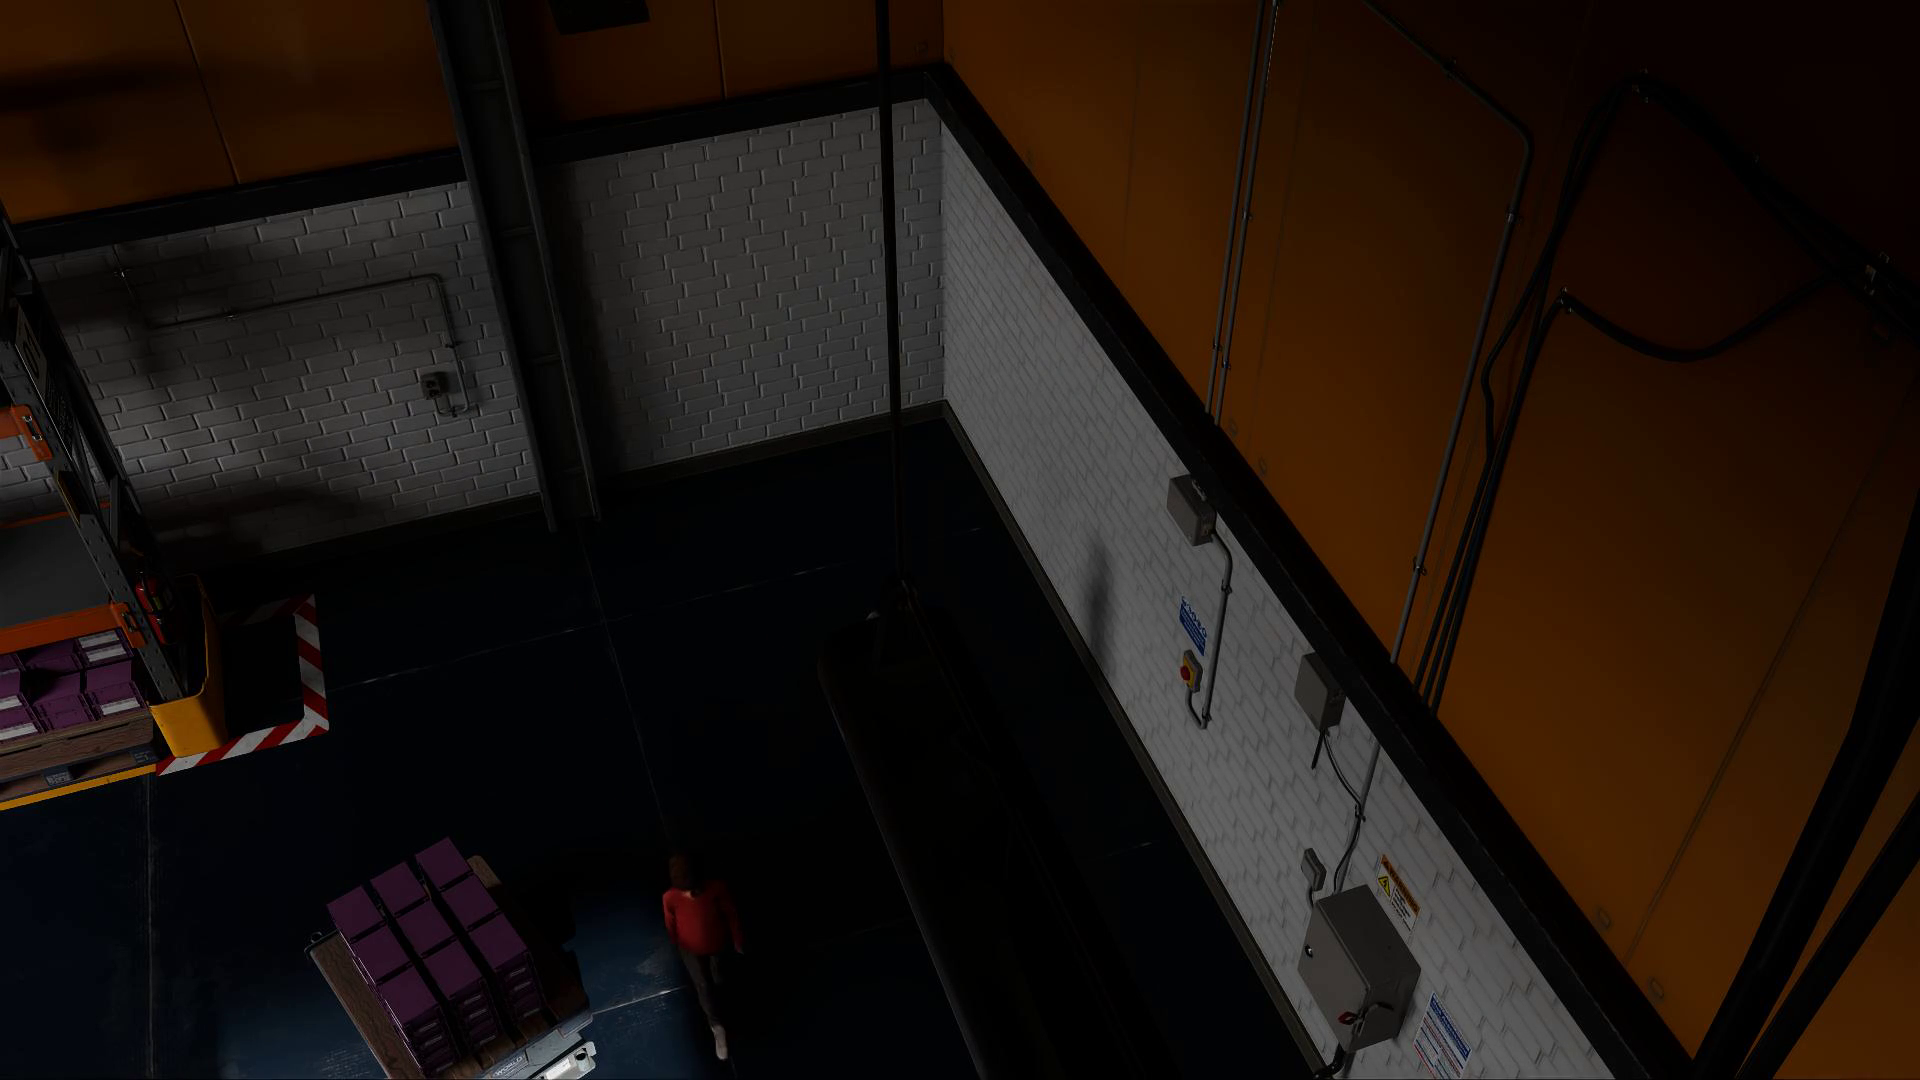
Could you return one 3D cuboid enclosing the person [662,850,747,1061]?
[{"bbox_3d":[-1.390,2.073,8.975,0.909,1.376,0.617,-14,45,-14],"label":"person"}]

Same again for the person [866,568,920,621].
[{"bbox_3d":[-0.354,0.807,10.134,0.681,1.609,0.769,-2,44,-2],"label":"person"}]
